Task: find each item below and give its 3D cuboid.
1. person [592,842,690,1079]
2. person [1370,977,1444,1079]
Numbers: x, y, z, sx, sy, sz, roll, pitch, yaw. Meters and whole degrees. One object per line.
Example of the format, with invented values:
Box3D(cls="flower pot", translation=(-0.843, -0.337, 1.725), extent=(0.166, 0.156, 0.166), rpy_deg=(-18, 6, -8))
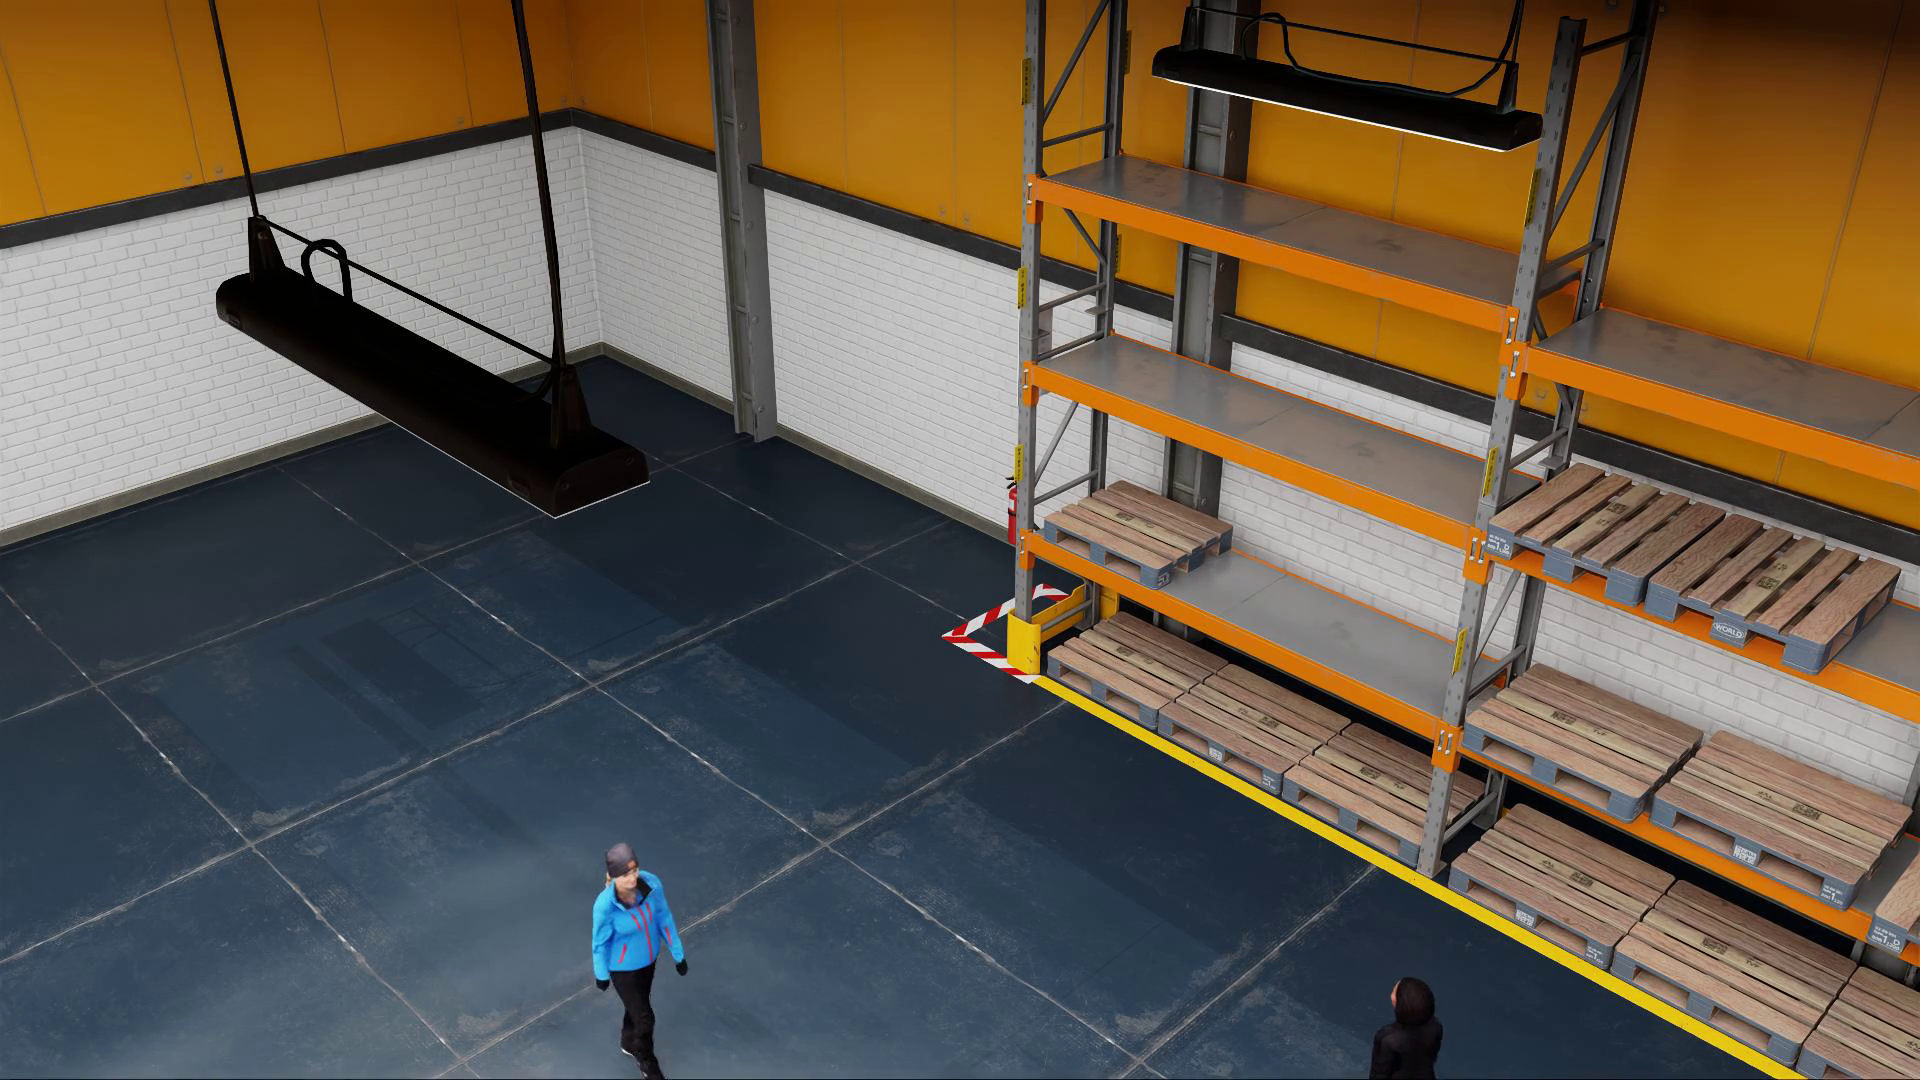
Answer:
Box3D(cls="person", translation=(-2.013, 2.486, 9.978), extent=(0.827, 1.781, 0.638), rpy_deg=(22, 36, 35))
Box3D(cls="person", translation=(2.432, 3.081, 8.992), extent=(0.756, 1.680, 0.934), rpy_deg=(-12, 31, -22))
